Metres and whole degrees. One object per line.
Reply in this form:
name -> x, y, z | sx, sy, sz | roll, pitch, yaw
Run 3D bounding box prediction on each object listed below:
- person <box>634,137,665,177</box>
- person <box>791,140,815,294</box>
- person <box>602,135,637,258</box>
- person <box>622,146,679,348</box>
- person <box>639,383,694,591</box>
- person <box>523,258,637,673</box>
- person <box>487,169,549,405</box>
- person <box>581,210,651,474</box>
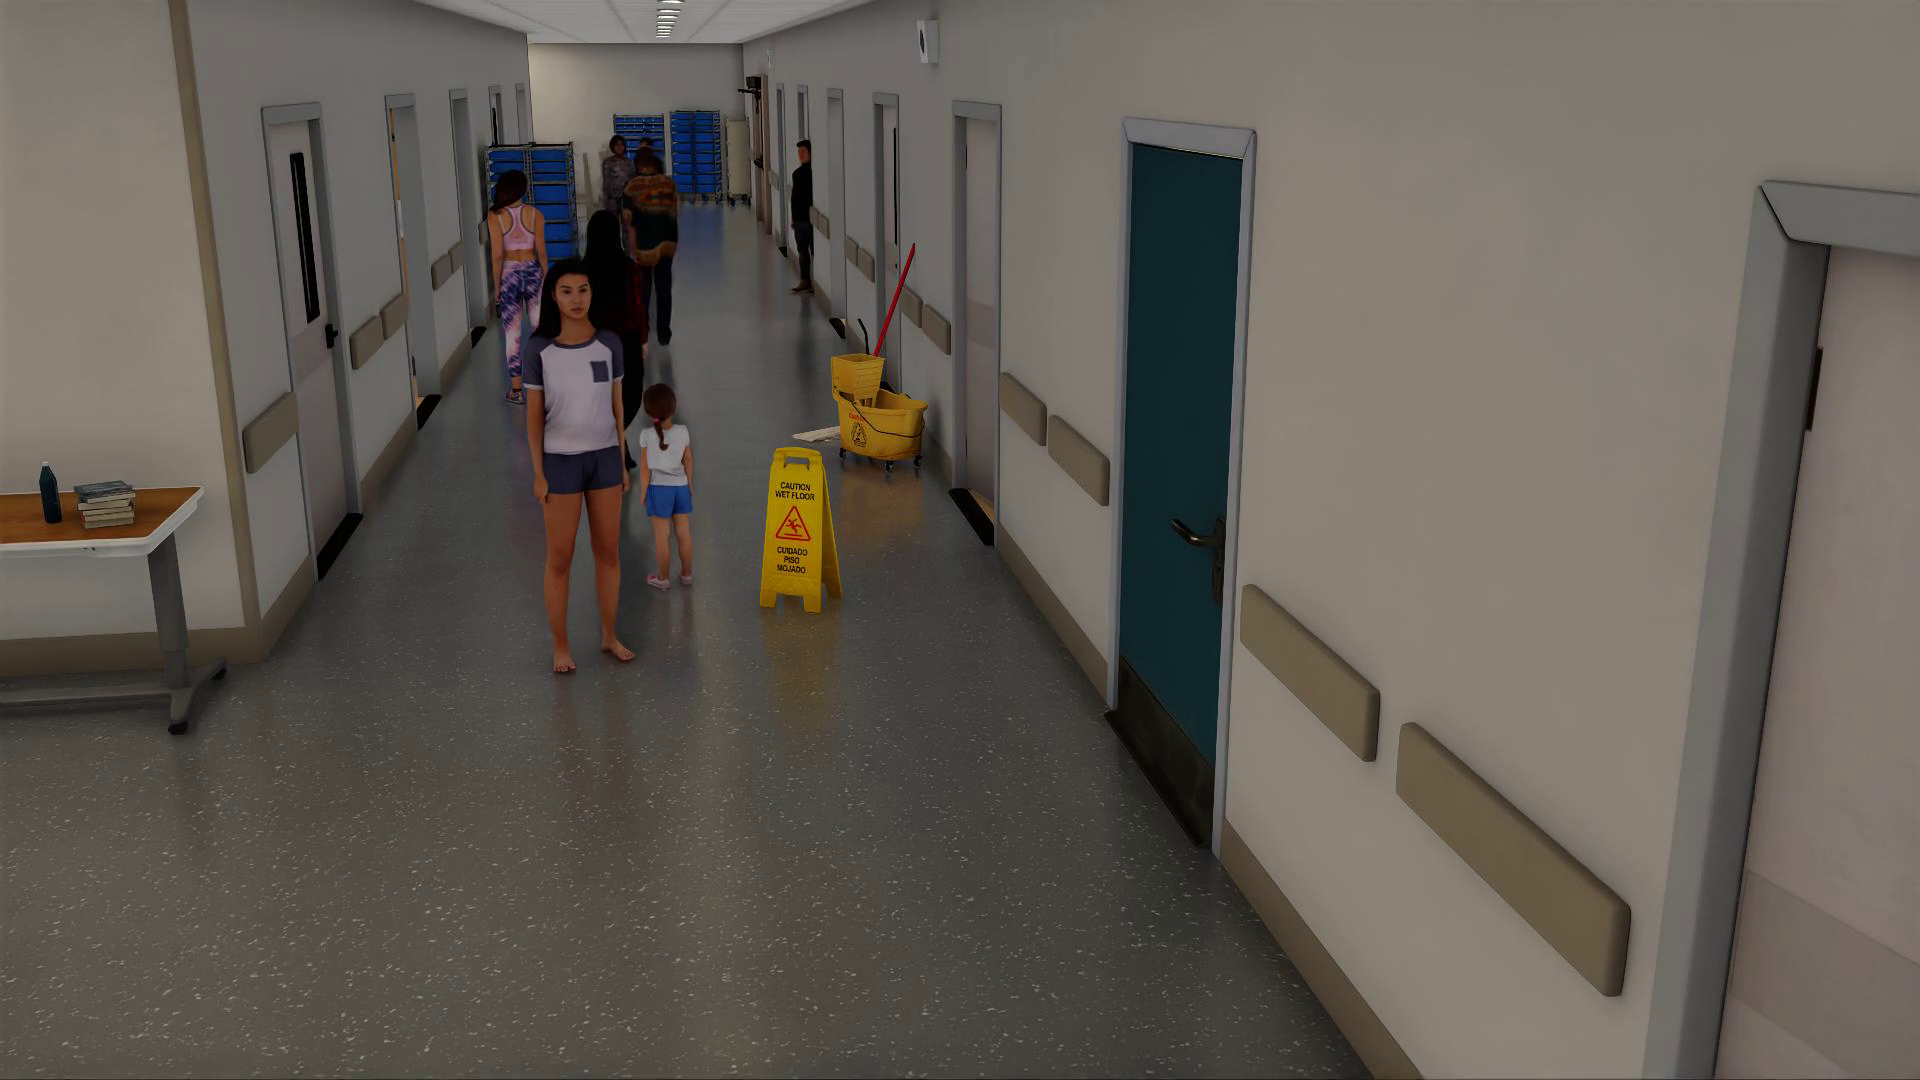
person -> -4.122, -4.510, 22.105 | 0.647, 1.616, 0.896 | -1, 16, -4
person -> -1.738, -3.718, 19.099 | 0.694, 1.723, 0.777 | 13, 20, 39
person -> -4.237, -4.149, 20.660 | 0.644, 1.705, 0.840 | -5, 17, -18
person -> -2.749, -2.617, 15.059 | 0.818, 1.757, 1.205 | -6, 17, -19
person -> -1.435, -0.265, 8.147 | 0.464, 1.020, 0.485 | -9, 18, -28
person -> -1.603, -0.319, 7.022 | 0.649, 1.734, 0.629 | -9, 18, -30
person -> -3.347, -1.938, 12.707 | 0.644, 1.766, 0.598 | -6, 17, -21
person -> -2.142, -1.182, 10.246 | 0.740, 1.645, 0.897 | 2, 16, 8
